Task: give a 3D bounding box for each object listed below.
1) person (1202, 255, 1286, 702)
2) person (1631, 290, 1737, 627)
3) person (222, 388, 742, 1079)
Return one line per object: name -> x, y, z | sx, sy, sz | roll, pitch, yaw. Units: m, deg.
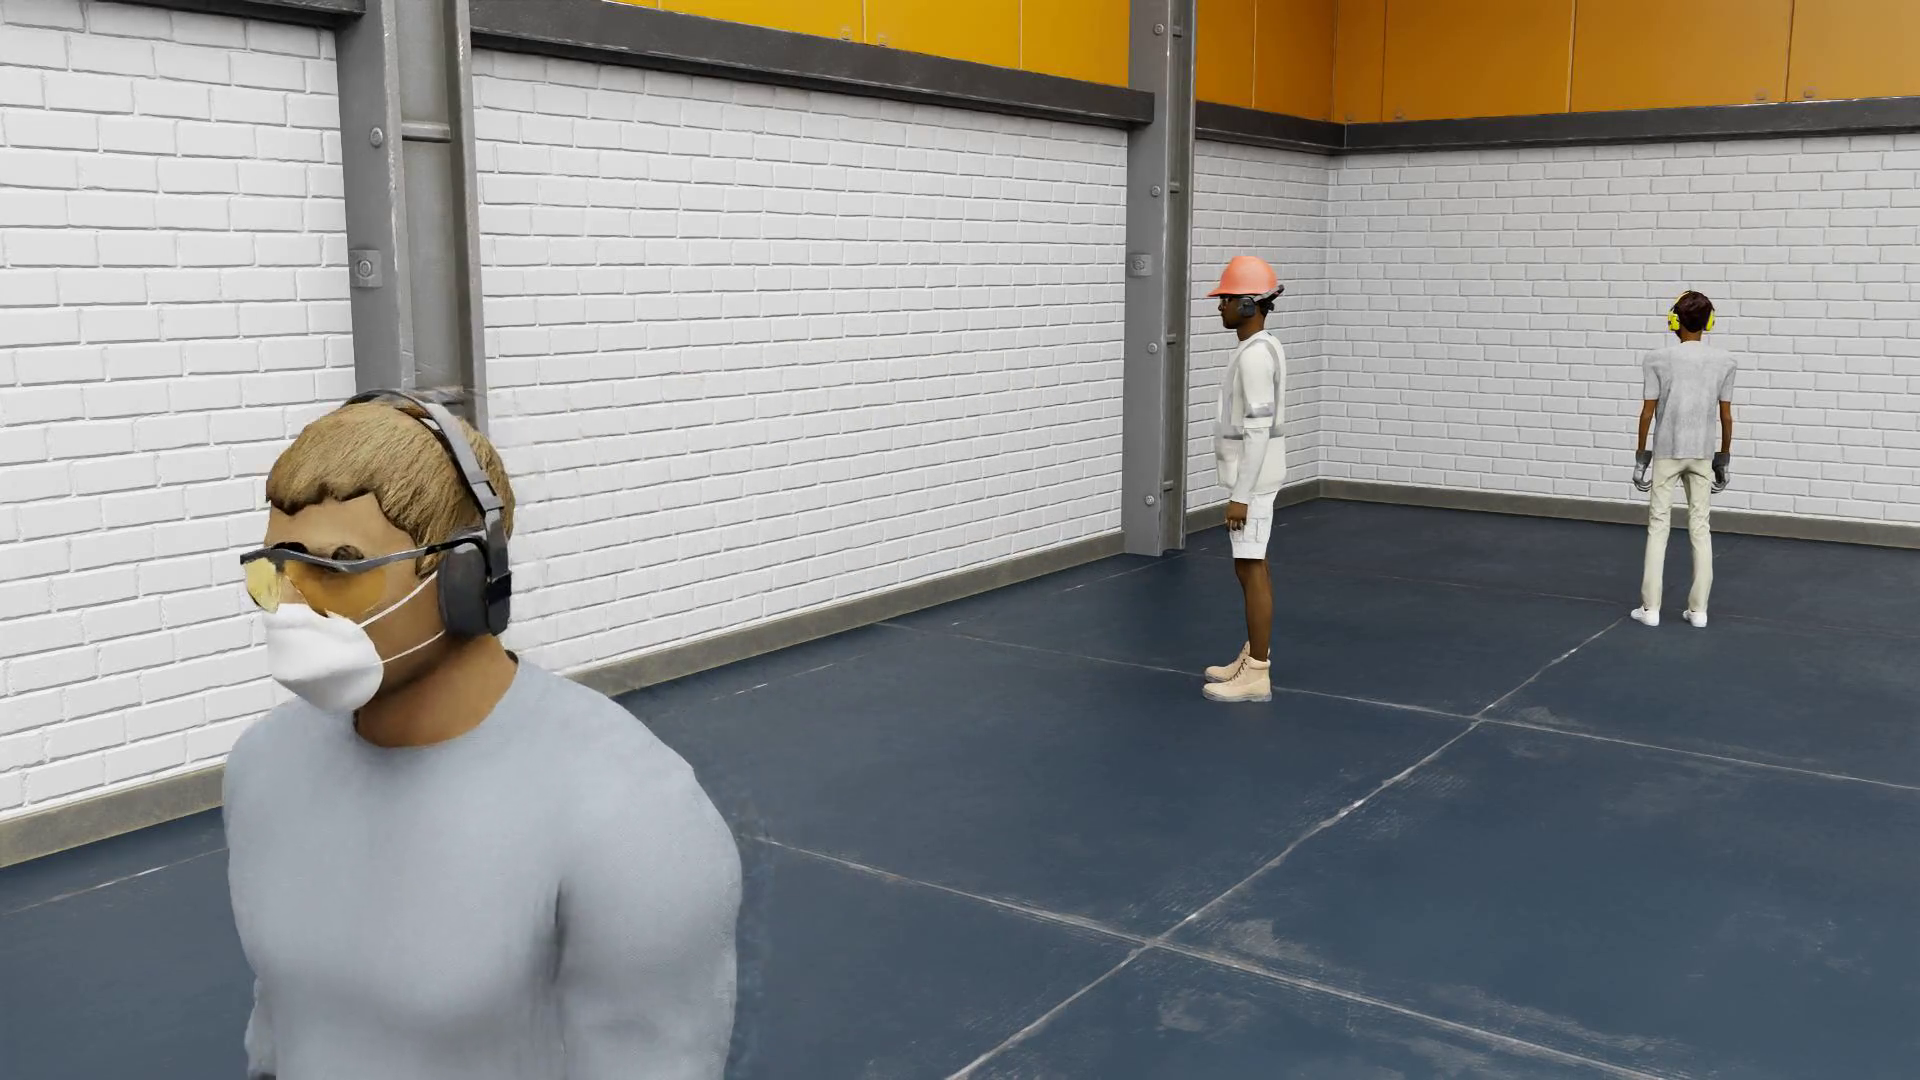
person -> 1.307, -0.274, 7.659 | 0.378, 2.045, 0.605 | 2, 10, 13
person -> 4.005, -0.442, 9.218 | 0.516, 1.861, 0.317 | 1, 10, 8
person -> -0.438, 0.788, 1.753 | 0.629, 1.917, 0.818 | 5, 11, 29
